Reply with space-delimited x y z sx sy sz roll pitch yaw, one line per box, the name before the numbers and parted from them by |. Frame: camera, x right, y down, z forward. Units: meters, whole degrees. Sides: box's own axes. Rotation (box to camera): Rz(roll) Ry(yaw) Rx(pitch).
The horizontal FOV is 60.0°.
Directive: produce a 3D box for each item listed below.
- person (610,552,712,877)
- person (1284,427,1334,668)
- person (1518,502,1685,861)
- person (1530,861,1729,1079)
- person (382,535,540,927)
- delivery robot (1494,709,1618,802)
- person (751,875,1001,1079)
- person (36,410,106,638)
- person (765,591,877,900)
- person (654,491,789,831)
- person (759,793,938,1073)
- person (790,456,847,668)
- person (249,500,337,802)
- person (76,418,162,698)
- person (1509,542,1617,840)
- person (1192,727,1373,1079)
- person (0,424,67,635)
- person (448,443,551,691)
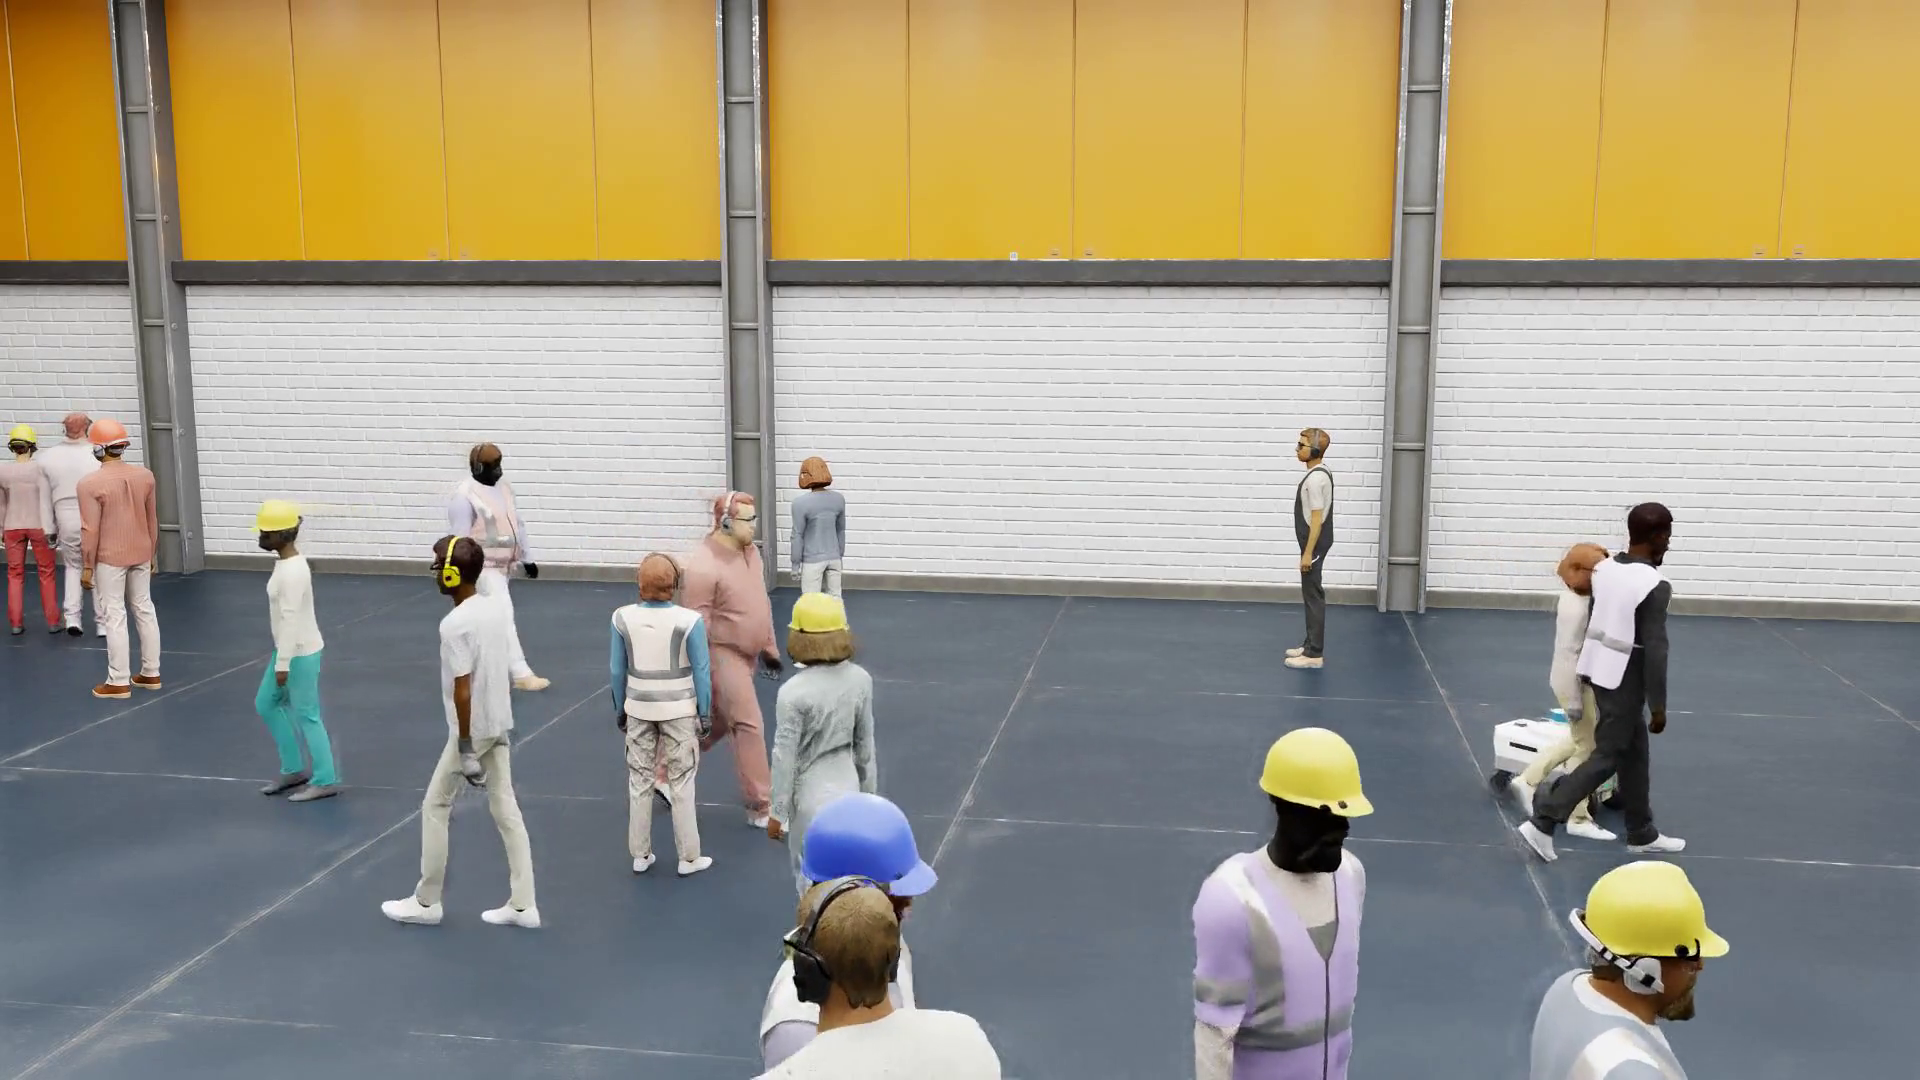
person | -1.490 0.877 8.324 0.524 1.639 0.306 2 9 12
person | 2.683 0.057 12.741 0.340 1.846 0.512 2 10 14
person | 3.323 0.730 8.509 0.930 1.882 0.624 -1 9 -5
person | 1.388 1.556 3.671 0.910 1.796 0.604 1 9 6
person | -2.326 0.884 7.681 0.856 1.838 0.520 3 10 19
delivery robot | 3.384 1.198 9.392 0.477 0.478 0.707 -7 12 -37
person | -0.155 1.582 3.237 0.651 1.894 1.026 -7 11 -37
person | -7.161 -0.120 13.679 0.670 1.898 0.433 0 9 -3
person | -0.594 1.069 6.870 0.355 1.733 0.489 7 12 37
person | -1.310 0.644 9.077 0.959 1.873 0.641 3 10 15
person | -0.281 1.478 3.745 0.762 1.919 0.628 2 9 11
person | -1.080 0.175 12.704 0.498 1.627 0.289 -8 12 -42
person | -3.843 0.642 9.444 0.553 1.746 0.541 -4 10 -25
person | -5.989 0.127 11.849 0.375 1.997 0.611 4 10 23
person | 3.266 0.794 8.903 0.518 1.616 0.532 3 10 18
person | 0.799 1.393 4.299 0.600 1.912 0.666 -7 11 -35
person | -7.773 -0.084 13.900 0.522 1.758 0.349 -2 9 -10
person | -3.439 0.182 12.143 0.951 1.804 0.630 3 10 16
